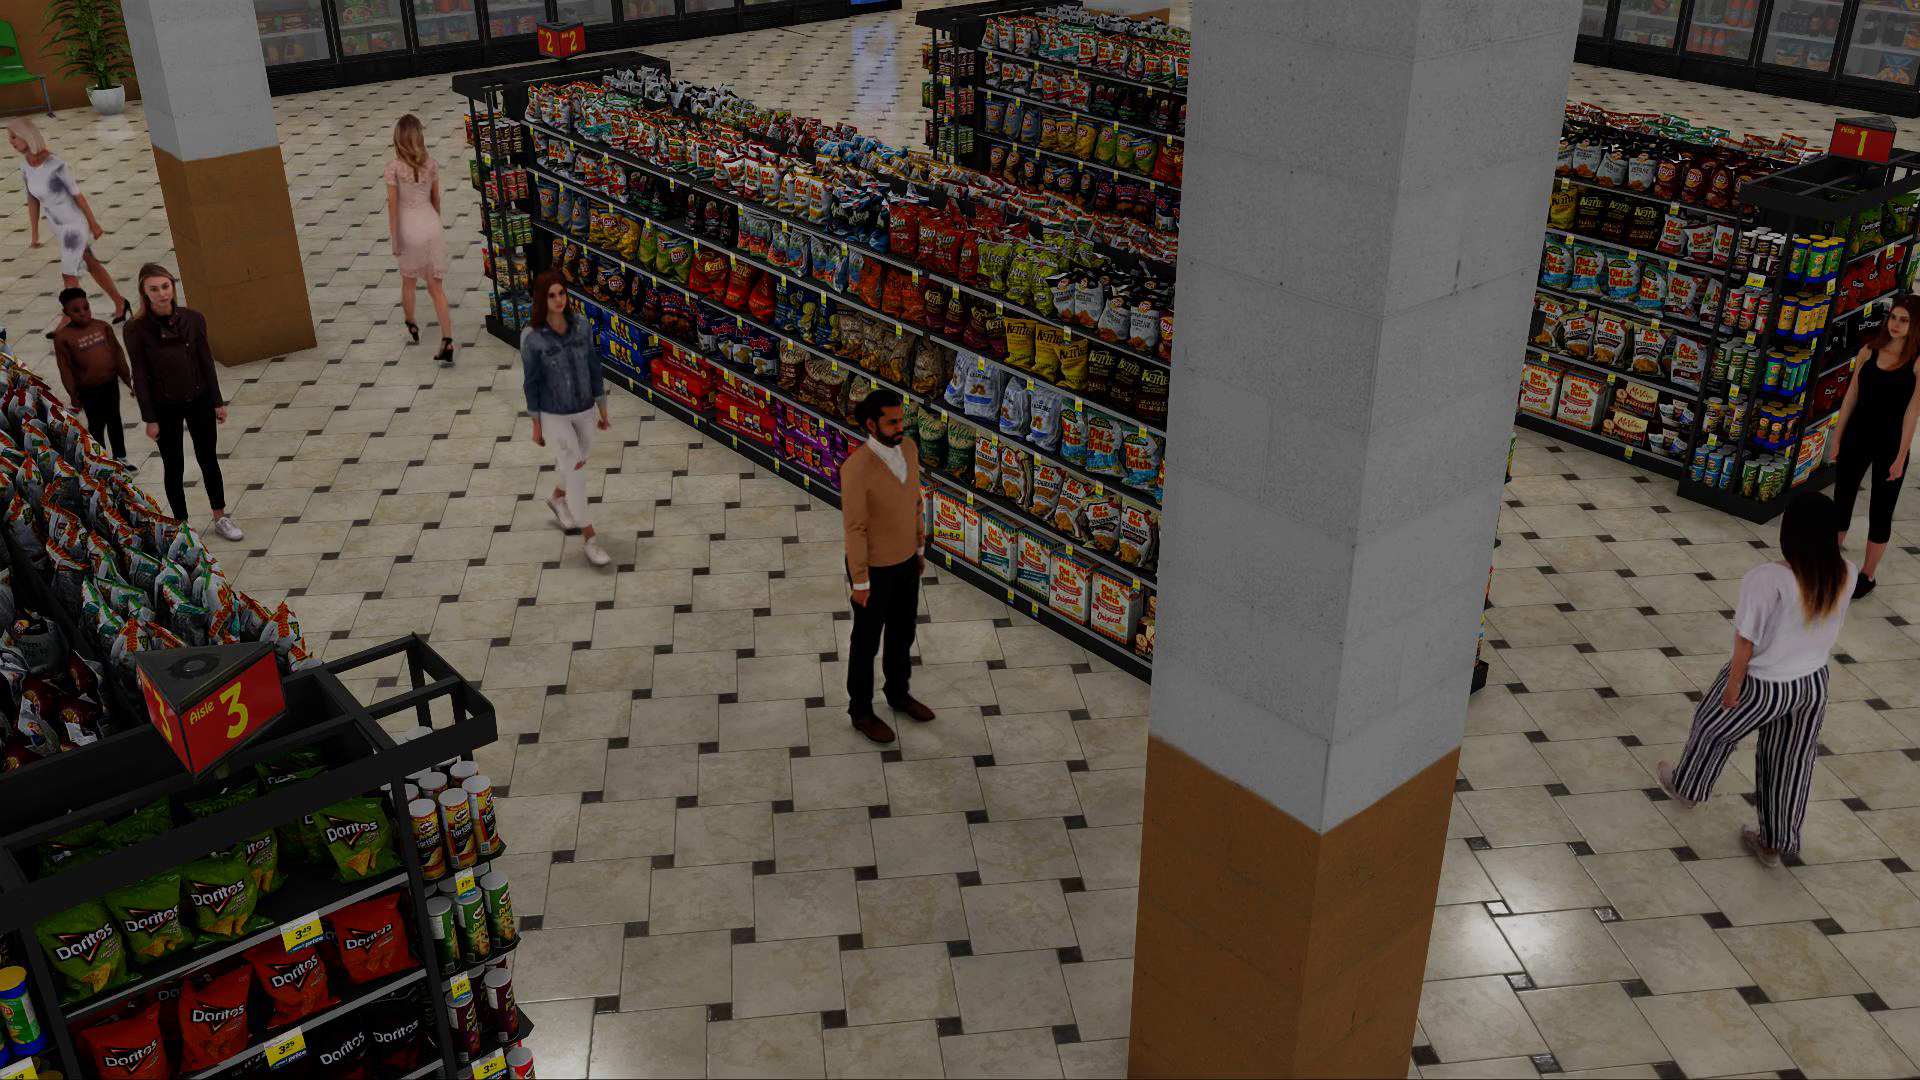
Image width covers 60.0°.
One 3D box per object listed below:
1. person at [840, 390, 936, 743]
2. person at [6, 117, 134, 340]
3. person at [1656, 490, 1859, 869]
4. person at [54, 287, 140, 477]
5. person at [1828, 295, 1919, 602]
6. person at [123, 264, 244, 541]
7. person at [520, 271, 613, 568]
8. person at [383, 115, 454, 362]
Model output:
[{"bbox_3d":[-0.358,0.105,7.796,0.666,1.753,0.698,19,32,32],"label":"person"},{"bbox_3d":[-6.791,-2.416,12.839,1.042,1.687,0.925,8,28,15],"label":"person"},{"bbox_3d":[3.426,0.618,6.893,0.981,1.654,1.116,-4,27,-8],"label":"person"},{"bbox_3d":[-5.494,-1.013,10.557,0.572,1.250,0.576,20,33,33],"label":"person"},{"bbox_3d":[4.985,-0.506,9.033,0.619,1.724,0.467,-19,32,-32],"label":"person"},{"bbox_3d":[-4.481,-0.766,9.568,0.604,1.704,0.492,-21,34,-36],"label":"person"},{"bbox_3d":[-2.284,-0.733,9.535,0.612,1.674,1.053,-21,34,-35],"label":"person"},{"bbox_3d":[-3.928,-2.162,12.248,0.692,1.769,1.141,-18,32,-31],"label":"person"}]
